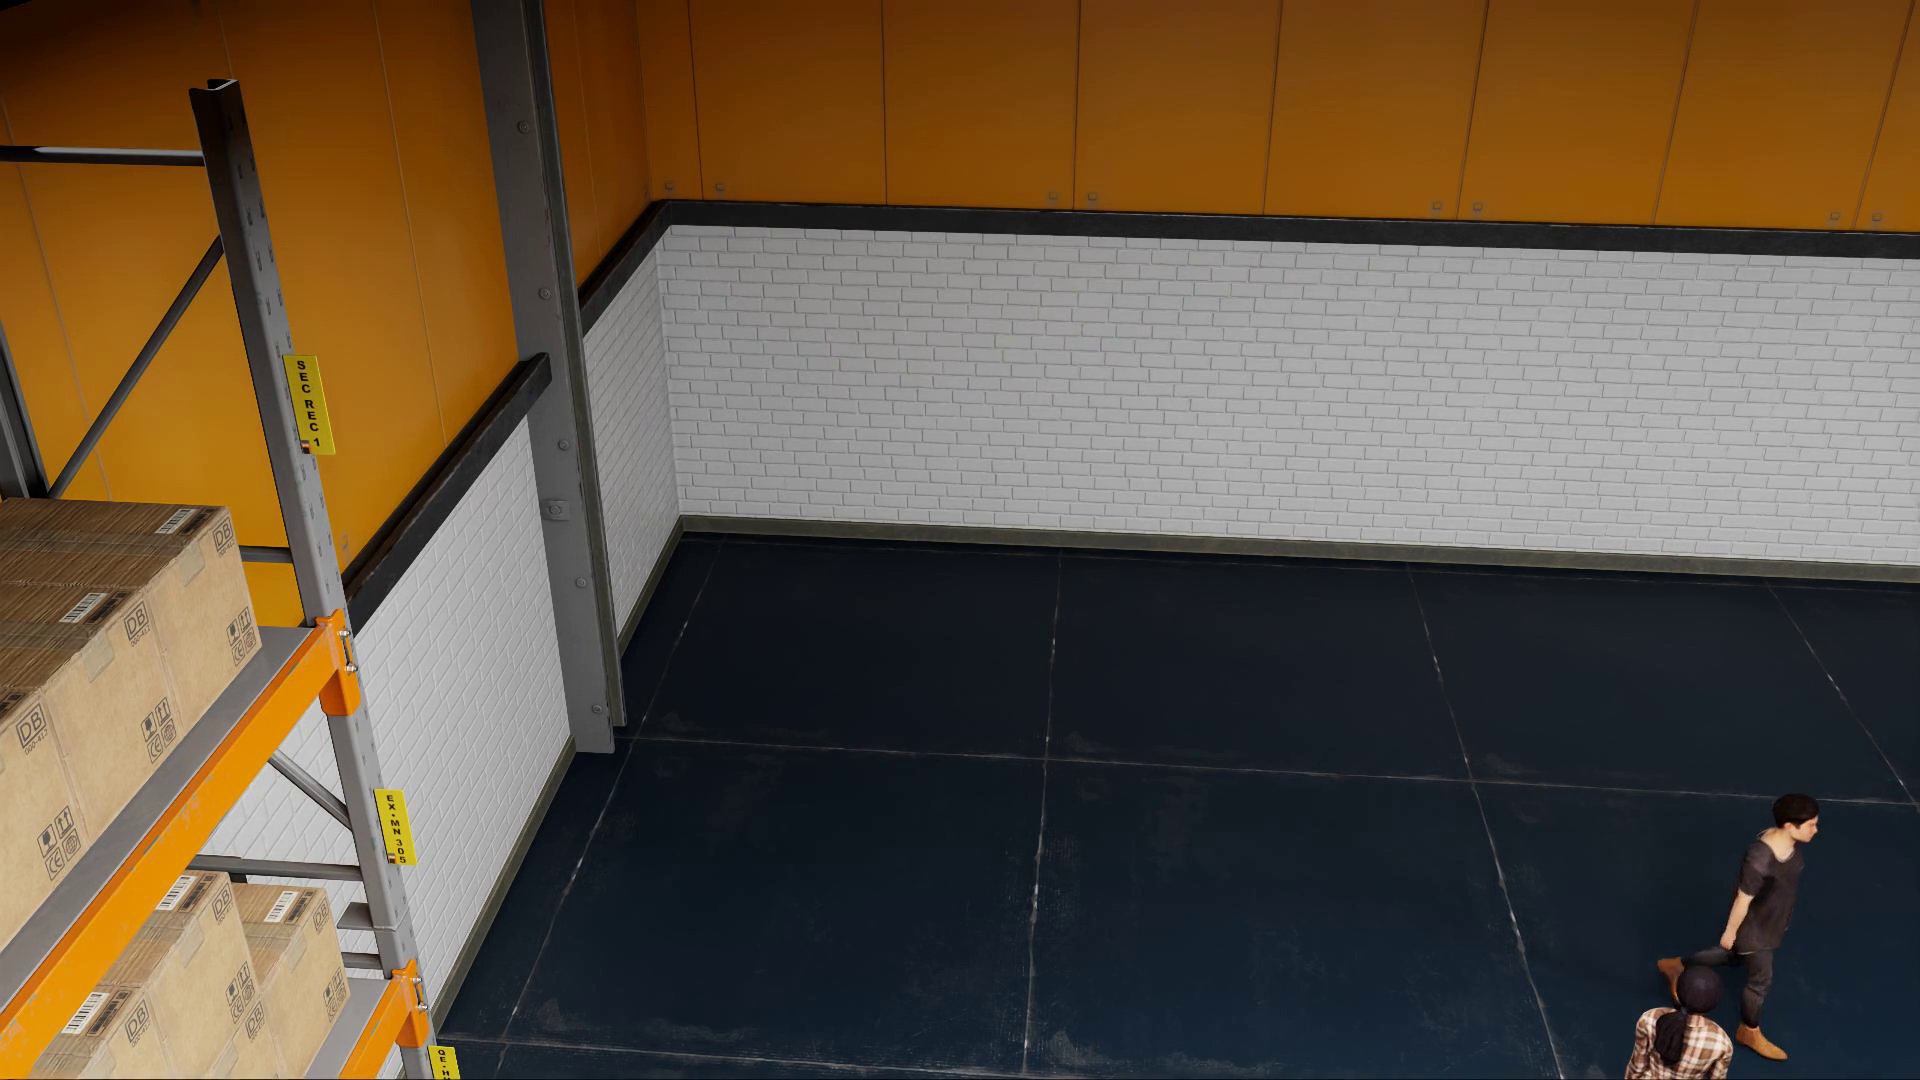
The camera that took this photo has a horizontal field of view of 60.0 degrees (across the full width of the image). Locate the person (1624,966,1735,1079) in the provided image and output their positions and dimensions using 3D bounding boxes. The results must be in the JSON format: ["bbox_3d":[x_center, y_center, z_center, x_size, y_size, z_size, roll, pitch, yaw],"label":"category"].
[{"bbox_3d":[3.359,2.728,7.925,0.672,1.794,0.685,16,32,27],"label":"person"}]

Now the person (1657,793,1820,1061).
[{"bbox_3d":[4.350,2.069,9.244,1.064,1.689,1.060,24,37,36],"label":"person"}]
